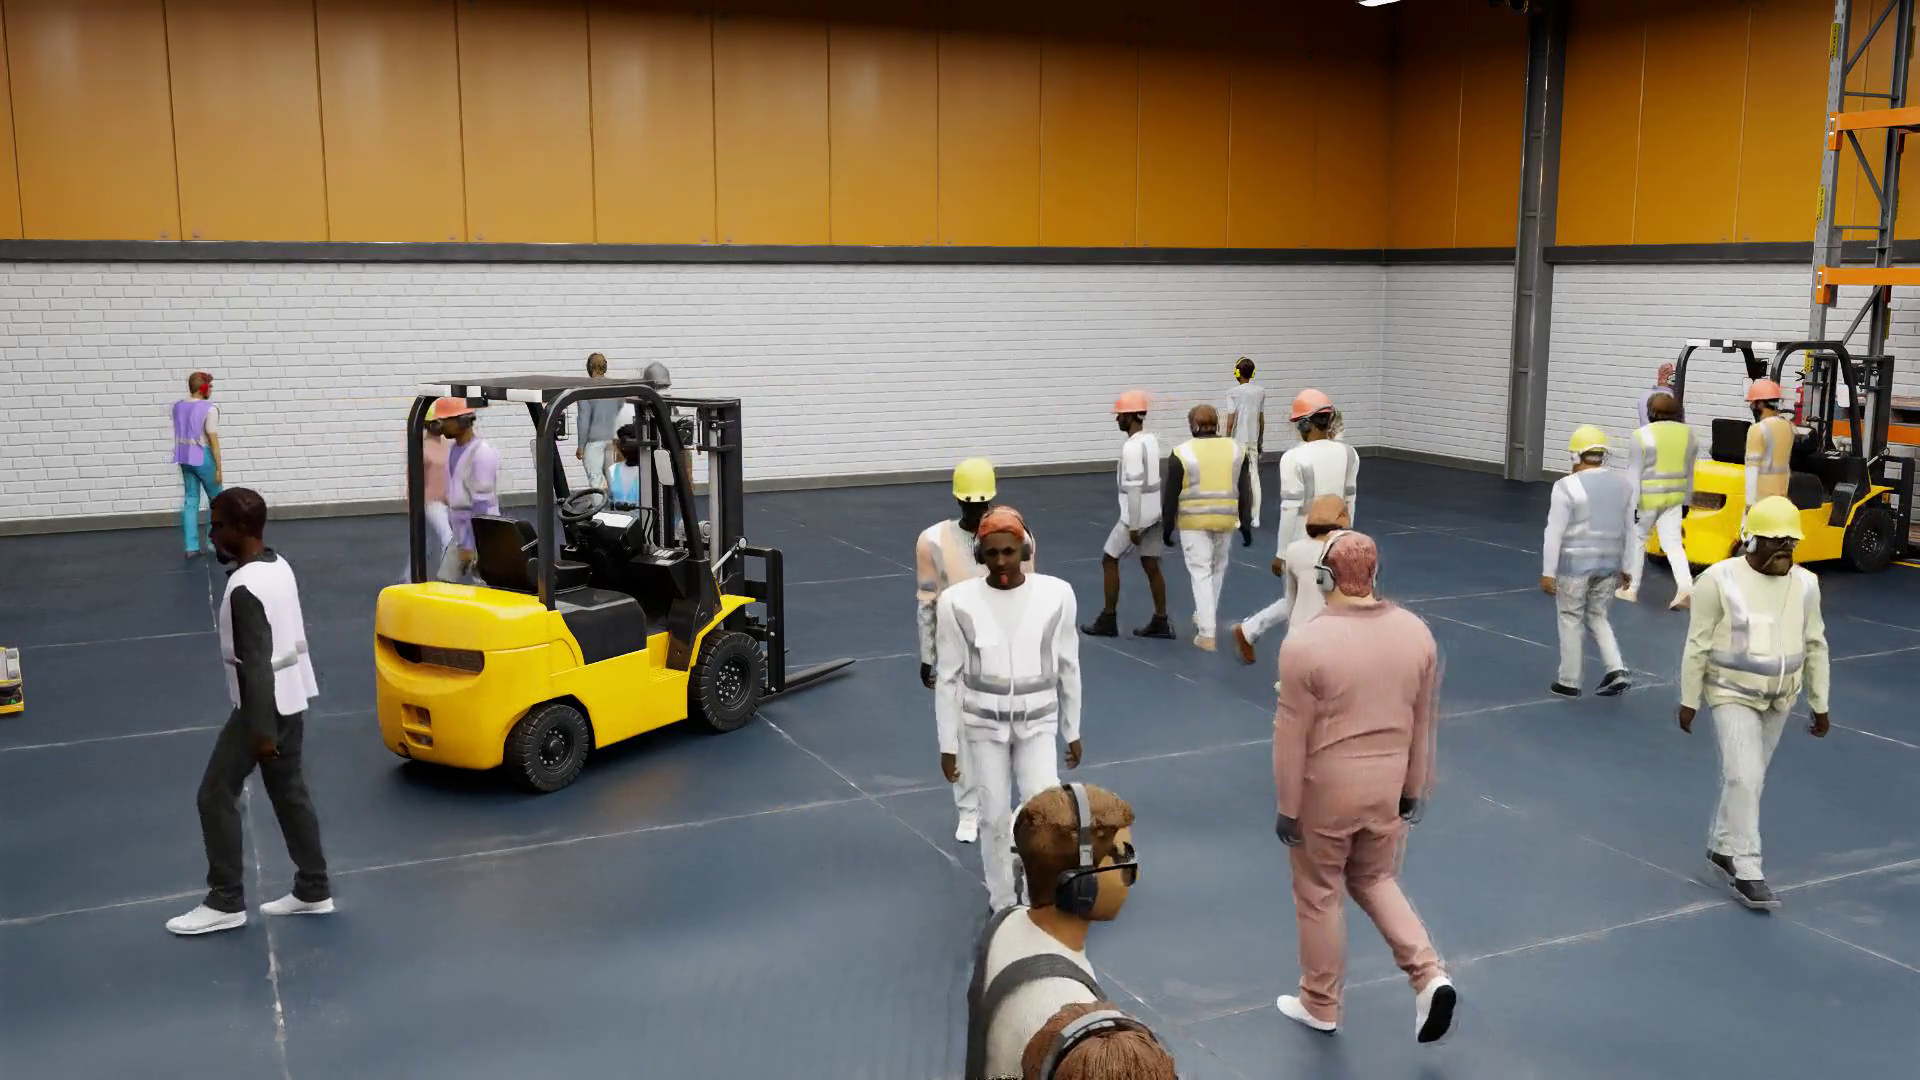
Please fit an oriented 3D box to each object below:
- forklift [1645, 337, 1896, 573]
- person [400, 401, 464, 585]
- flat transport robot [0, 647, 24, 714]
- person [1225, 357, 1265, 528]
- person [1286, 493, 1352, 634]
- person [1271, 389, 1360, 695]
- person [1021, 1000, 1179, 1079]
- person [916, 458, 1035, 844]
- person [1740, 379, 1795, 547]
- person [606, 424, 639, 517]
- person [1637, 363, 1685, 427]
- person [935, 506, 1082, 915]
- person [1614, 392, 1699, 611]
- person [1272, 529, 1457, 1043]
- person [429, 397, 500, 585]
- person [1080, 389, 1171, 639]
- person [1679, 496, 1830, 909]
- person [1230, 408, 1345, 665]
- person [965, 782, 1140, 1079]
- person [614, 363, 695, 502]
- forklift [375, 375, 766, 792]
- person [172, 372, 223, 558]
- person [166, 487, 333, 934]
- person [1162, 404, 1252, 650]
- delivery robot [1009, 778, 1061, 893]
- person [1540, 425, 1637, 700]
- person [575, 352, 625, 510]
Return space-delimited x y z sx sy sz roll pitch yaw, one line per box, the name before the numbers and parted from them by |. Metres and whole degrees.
forklift | 7.551 -0.789 15.507 2.313 2.155 1.214 -4 10 -25
person | -4.458 -0.327 14.087 0.869 1.727 0.522 3 10 16
flat transport robot | -6.507 0.919 10.856 0.652 0.197 1.431 -5 11 -30
person | 3.092 -1.058 18.176 0.514 1.872 0.332 -4 10 -24
person | 1.949 0.548 8.984 0.365 1.616 0.516 -8 12 -42
person | 2.305 0.030 10.914 0.605 2.036 0.388 -5 10 -28
person | 0.222 1.529 2.286 0.636 1.818 0.746 -4 10 -22
person | 0.085 0.512 8.351 0.610 1.898 0.693 0 9 3
person | 6.785 -0.379 13.859 0.555 1.916 0.709 -6 11 -33
person | -2.452 -0.071 12.718 0.536 1.655 0.852 3 10 20
person | 7.024 -0.821 16.624 0.403 1.900 0.646 -1 9 -7
person | 0.197 0.795 6.681 0.599 1.866 0.572 0 9 0
person | 5.840 -0.327 13.842 0.634 1.811 0.882 -1 9 -9
person | 1.432 0.911 5.945 0.644 1.887 0.647 -4 10 -23
person | -3.350 -0.022 11.303 0.449 2.020 0.600 -9 13 -43
person | 1.263 -0.192 12.697 0.819 1.907 0.566 5 10 29
person | 3.591 0.715 7.360 0.627 1.804 0.760 -2 9 -11
person | 2.284 0.021 11.321 0.760 1.920 0.648 4 10 22
person | 0.189 1.360 3.283 0.409 1.828 0.524 -2 9 -12
person | -2.651 -0.603 14.827 1.031 2.000 0.703 8 12 41
forklift | -2.268 0.149 9.685 1.214 2.155 2.313 6 11 32
person | -7.448 -0.721 16.286 0.625 1.825 0.544 4 10 21
person | -3.089 0.720 7.072 0.761 1.896 0.606 -1 9 -8
person | 1.812 -0.119 12.563 0.652 1.800 0.880 -2 9 -14
delivery robot | 0.393 1.294 7.360 0.477 0.478 0.707 3 10 20
person | 4.088 0.161 10.799 0.632 1.812 0.512 -3 10 -16
person | -3.874 -1.048 17.897 0.361 1.938 0.635 7 11 37
